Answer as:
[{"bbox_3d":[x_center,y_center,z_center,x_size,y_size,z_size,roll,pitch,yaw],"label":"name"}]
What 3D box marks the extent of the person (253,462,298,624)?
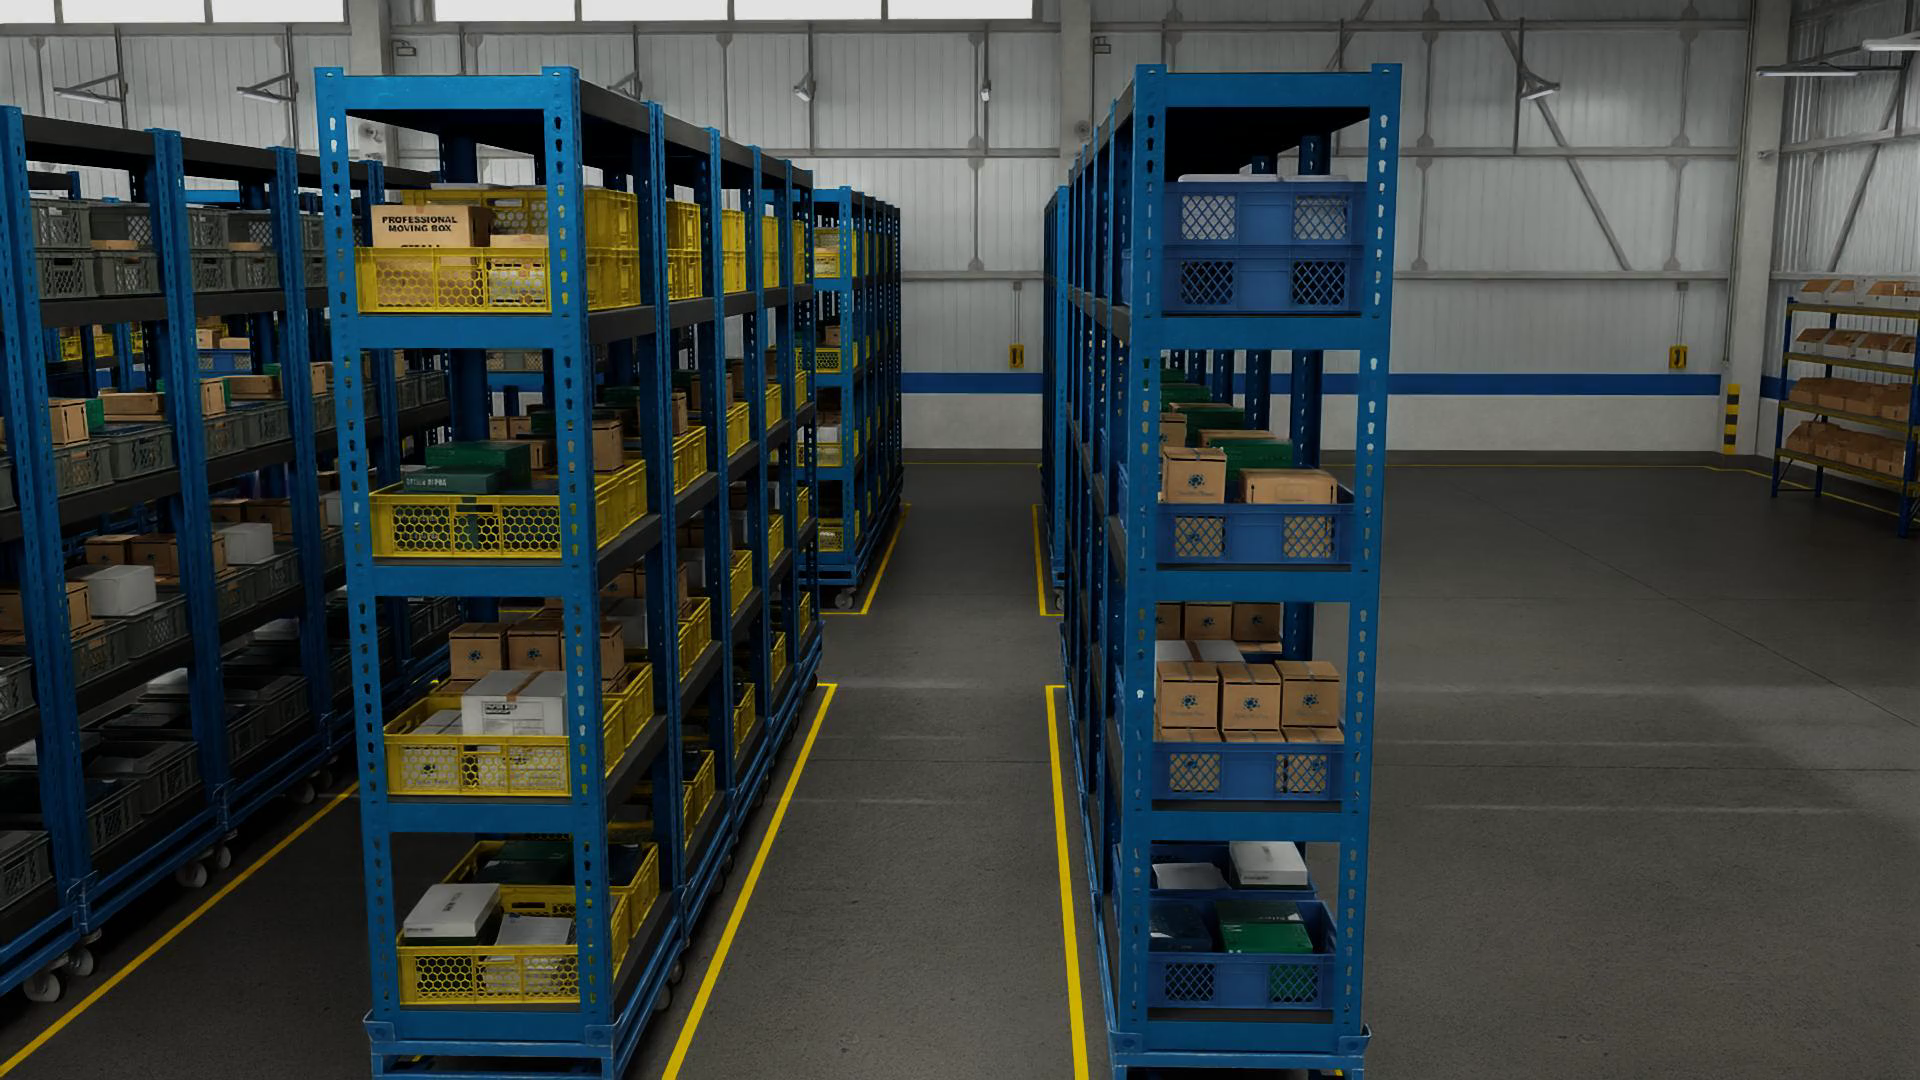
[{"bbox_3d":[-5.072,-0.002,12.528,0.474,1.829,0.588,2,10,10],"label":"person"}]
